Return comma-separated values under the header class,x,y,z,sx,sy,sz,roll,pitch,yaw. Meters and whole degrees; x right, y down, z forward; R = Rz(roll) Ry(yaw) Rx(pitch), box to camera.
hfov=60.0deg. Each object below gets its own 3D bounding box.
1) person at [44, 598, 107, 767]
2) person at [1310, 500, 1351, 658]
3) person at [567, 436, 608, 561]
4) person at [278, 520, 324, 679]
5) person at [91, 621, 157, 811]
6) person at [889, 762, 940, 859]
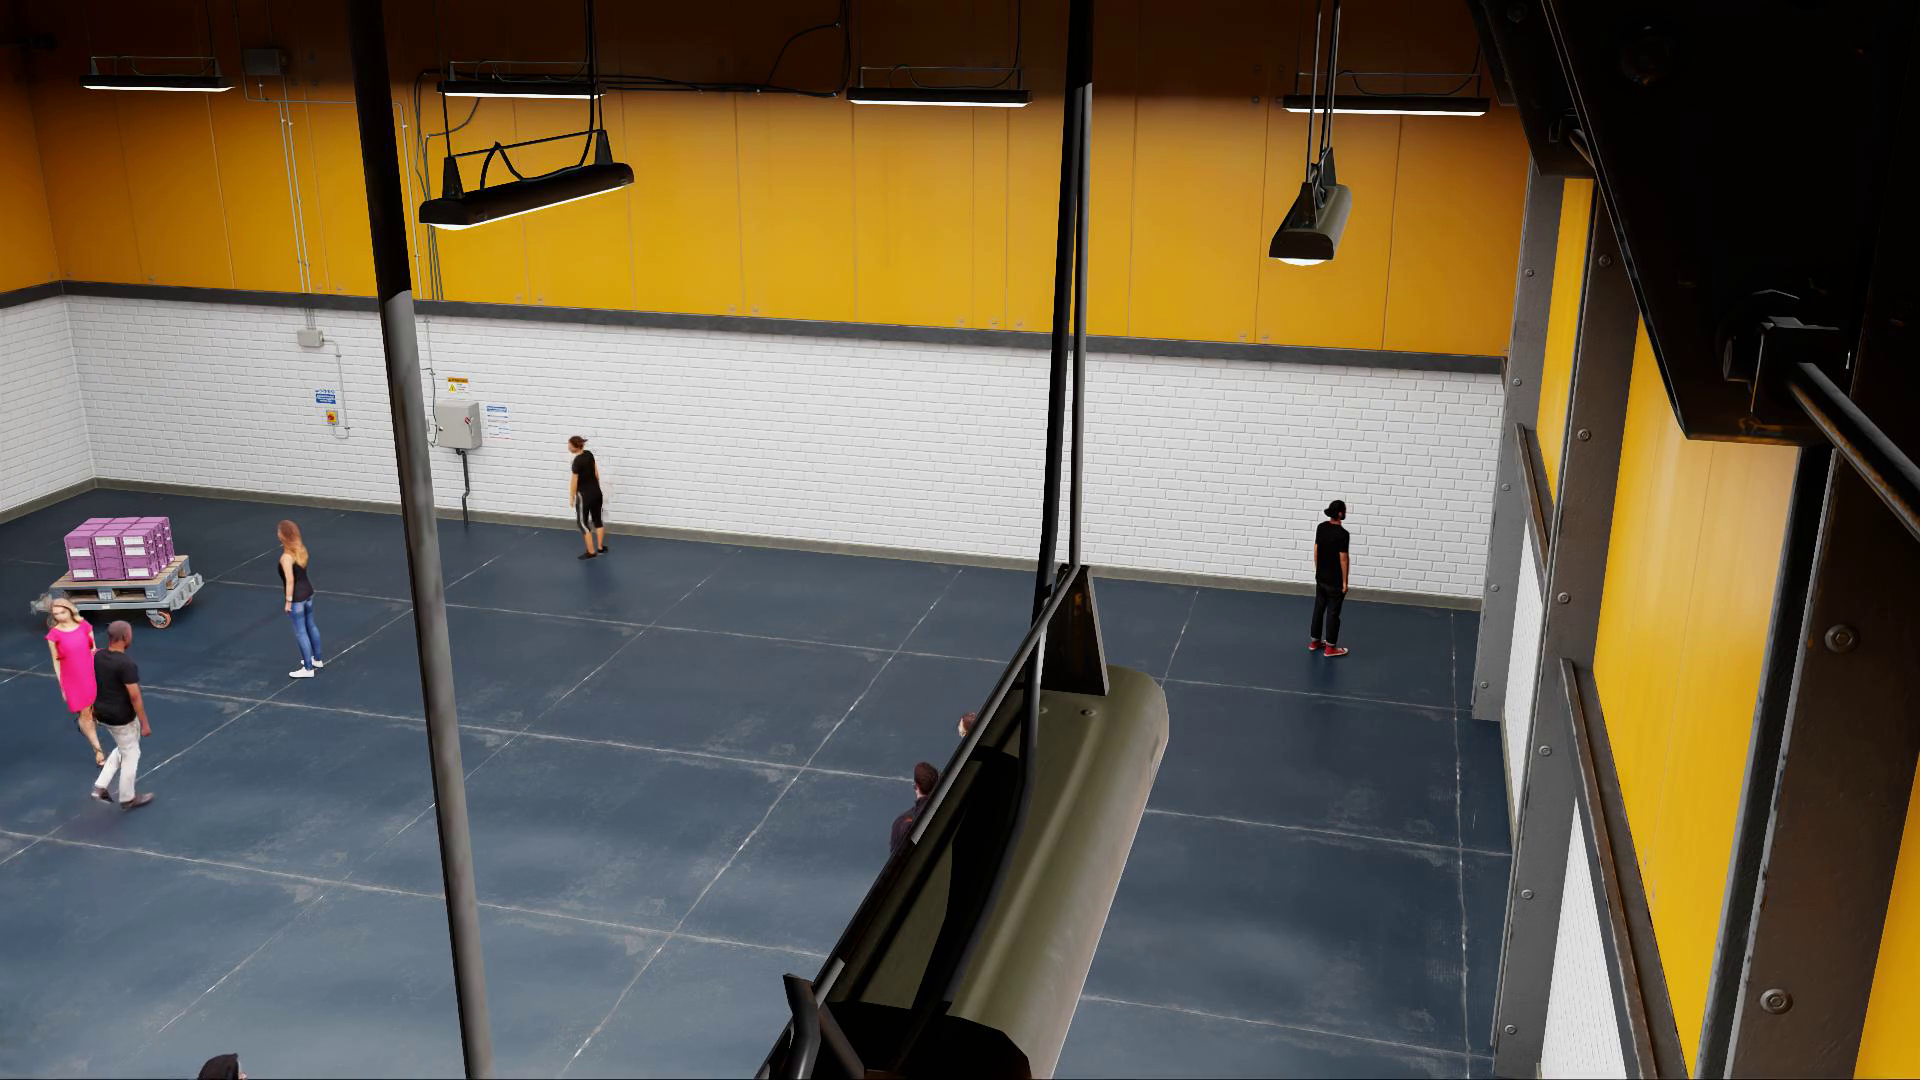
class,x,y,z,sx,sy,sz,roll,pitch,yaw
person,-8.330,1.309,15.672,0.888,1.703,0.904,15,24,38
person,4.076,0.403,18.279,0.755,1.757,0.704,-11,22,-30
person,-4.746,-0.589,21.406,0.857,1.641,0.581,17,25,41
person,-7.044,0.611,17.716,0.693,1.722,0.517,1,19,4
person,-7.486,1.607,14.673,0.813,1.777,0.856,9,21,24
person,-0.193,2.522,11.777,0.943,1.890,0.998,-12,22,-31
